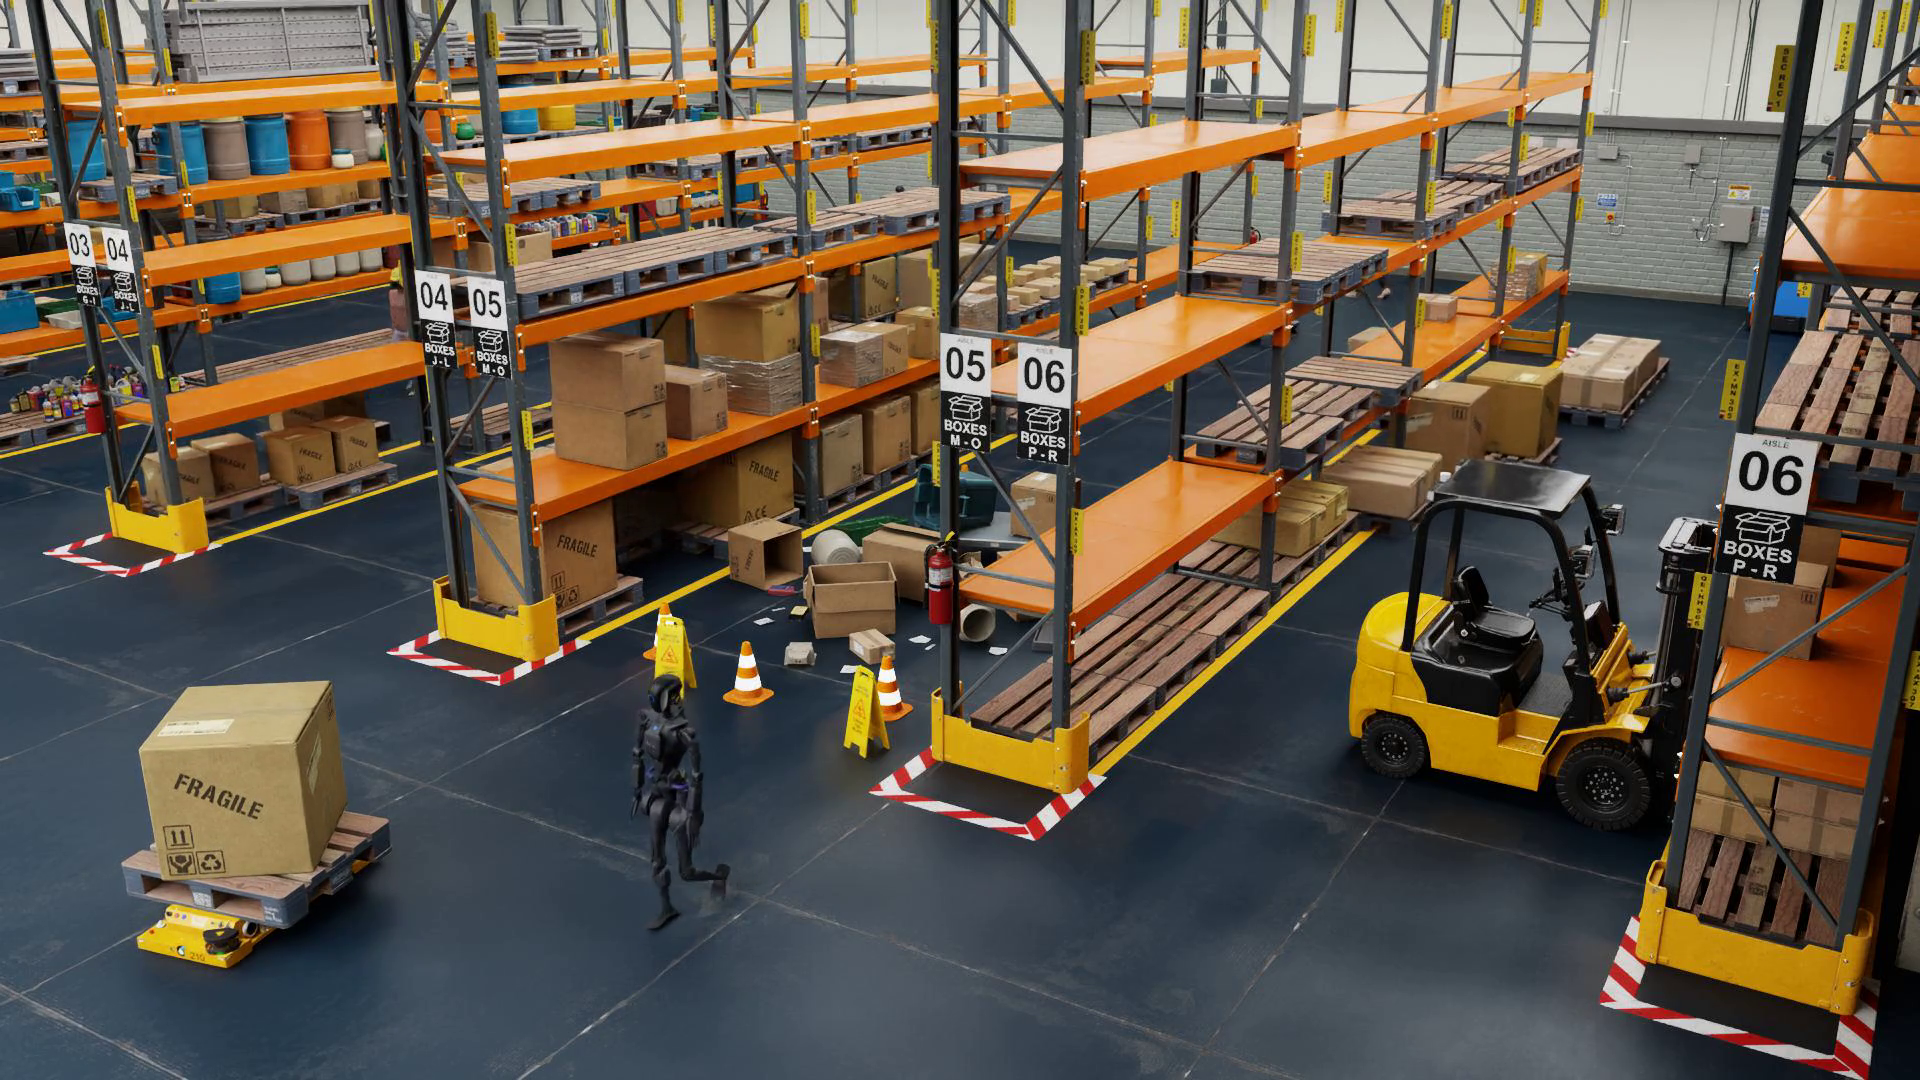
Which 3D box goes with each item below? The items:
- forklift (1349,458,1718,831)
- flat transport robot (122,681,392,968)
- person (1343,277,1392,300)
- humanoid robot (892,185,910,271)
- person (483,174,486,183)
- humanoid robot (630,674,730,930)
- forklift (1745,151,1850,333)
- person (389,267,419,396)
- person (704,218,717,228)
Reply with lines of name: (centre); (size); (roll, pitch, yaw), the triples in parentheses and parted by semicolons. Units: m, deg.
forklift: (3.988, 0.658, 11.776); (2.313, 2.155, 1.214); (11, 22, 29)
flat transport robot: (-4.346, 2.161, 10.368); (0.659, 0.231, 1.431); (6, 20, 18)
person: (7.159, -5.012, 28.949); (0.822, 1.663, 0.530); (15, 24, 36)
humanoid robot: (-1.131, -5.880, 31.486); (0.600, 1.627, 0.653); (-13, 23, -32)
person: (-10.395, -7.731, 36.622); (0.340, 1.800, 0.541); (9, 21, 24)
humanoid robot: (-1.700, 1.533, 10.043); (0.587, 1.636, 0.563); (13, 23, 33)
forklift: (13.620, -4.667, 26.137); (1.873, 2.768, 1.129); (11, 22, 29)
person: (-7.497, -2.809, 22.453); (0.538, 1.758, 0.377); (11, 22, 28)
person: (-5.233, -7.064, 34.867); (0.489, 1.688, 0.345); (-6, 20, -18)
